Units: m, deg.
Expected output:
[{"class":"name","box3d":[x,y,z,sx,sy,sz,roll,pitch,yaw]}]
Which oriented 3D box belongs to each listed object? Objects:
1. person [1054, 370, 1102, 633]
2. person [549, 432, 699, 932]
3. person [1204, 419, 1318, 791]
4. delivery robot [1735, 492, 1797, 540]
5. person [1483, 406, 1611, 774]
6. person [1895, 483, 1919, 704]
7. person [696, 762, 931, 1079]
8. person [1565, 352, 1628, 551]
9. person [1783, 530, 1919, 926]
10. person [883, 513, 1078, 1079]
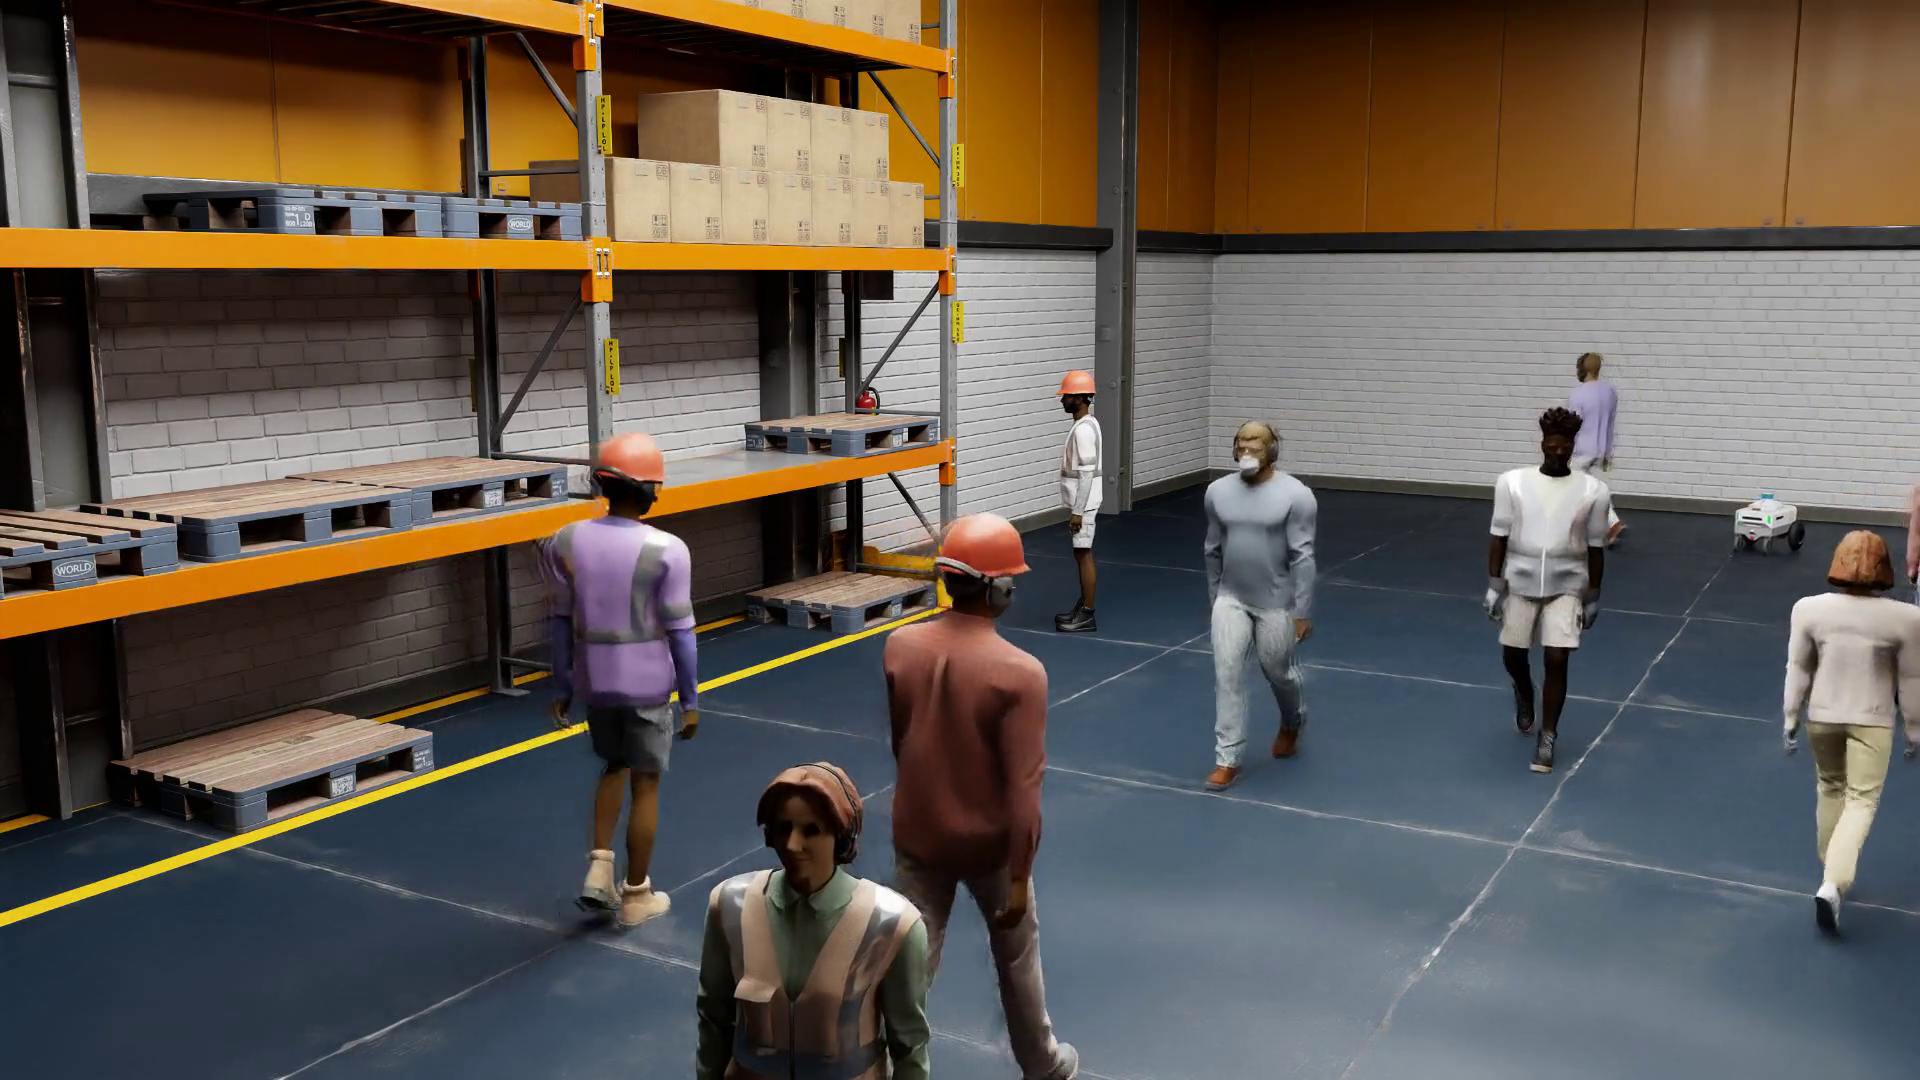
[{"class":"person","box3d":[0.872,-0.283,12.312,0.361,1.938,0.546,1,9,4]},{"class":"person","box3d":[-1.324,0.572,6.703,0.636,2.019,0.429,3,10,19]},{"class":"person","box3d":[1.590,0.306,8.732,0.635,1.913,0.911,6,11,32]},{"class":"delivery robot","box3d":[7.697,-0.212,15.878,0.707,0.478,0.477,-9,13,-43]},{"class":"person","box3d":[3.185,0.234,9.041,0.617,1.947,0.783,4,10,25]},{"class":"person","box3d":[5.871,0.203,9.890,0.525,1.746,0.531,-6,11,-33]},{"class":"person","box3d":[-0.314,1.267,3.549,0.514,1.644,0.308,2,9,13]},{"class":"person","box3d":[5.903,-0.799,15.585,0.638,1.919,0.655,-6,11,-31]},{"class":"person","box3d":[3.663,0.756,6.863,0.503,1.605,0.801,8,12,41]},{"class":"person","box3d":[0.009,0.885,5.029,0.610,1.948,1.007,6,11,31]}]
